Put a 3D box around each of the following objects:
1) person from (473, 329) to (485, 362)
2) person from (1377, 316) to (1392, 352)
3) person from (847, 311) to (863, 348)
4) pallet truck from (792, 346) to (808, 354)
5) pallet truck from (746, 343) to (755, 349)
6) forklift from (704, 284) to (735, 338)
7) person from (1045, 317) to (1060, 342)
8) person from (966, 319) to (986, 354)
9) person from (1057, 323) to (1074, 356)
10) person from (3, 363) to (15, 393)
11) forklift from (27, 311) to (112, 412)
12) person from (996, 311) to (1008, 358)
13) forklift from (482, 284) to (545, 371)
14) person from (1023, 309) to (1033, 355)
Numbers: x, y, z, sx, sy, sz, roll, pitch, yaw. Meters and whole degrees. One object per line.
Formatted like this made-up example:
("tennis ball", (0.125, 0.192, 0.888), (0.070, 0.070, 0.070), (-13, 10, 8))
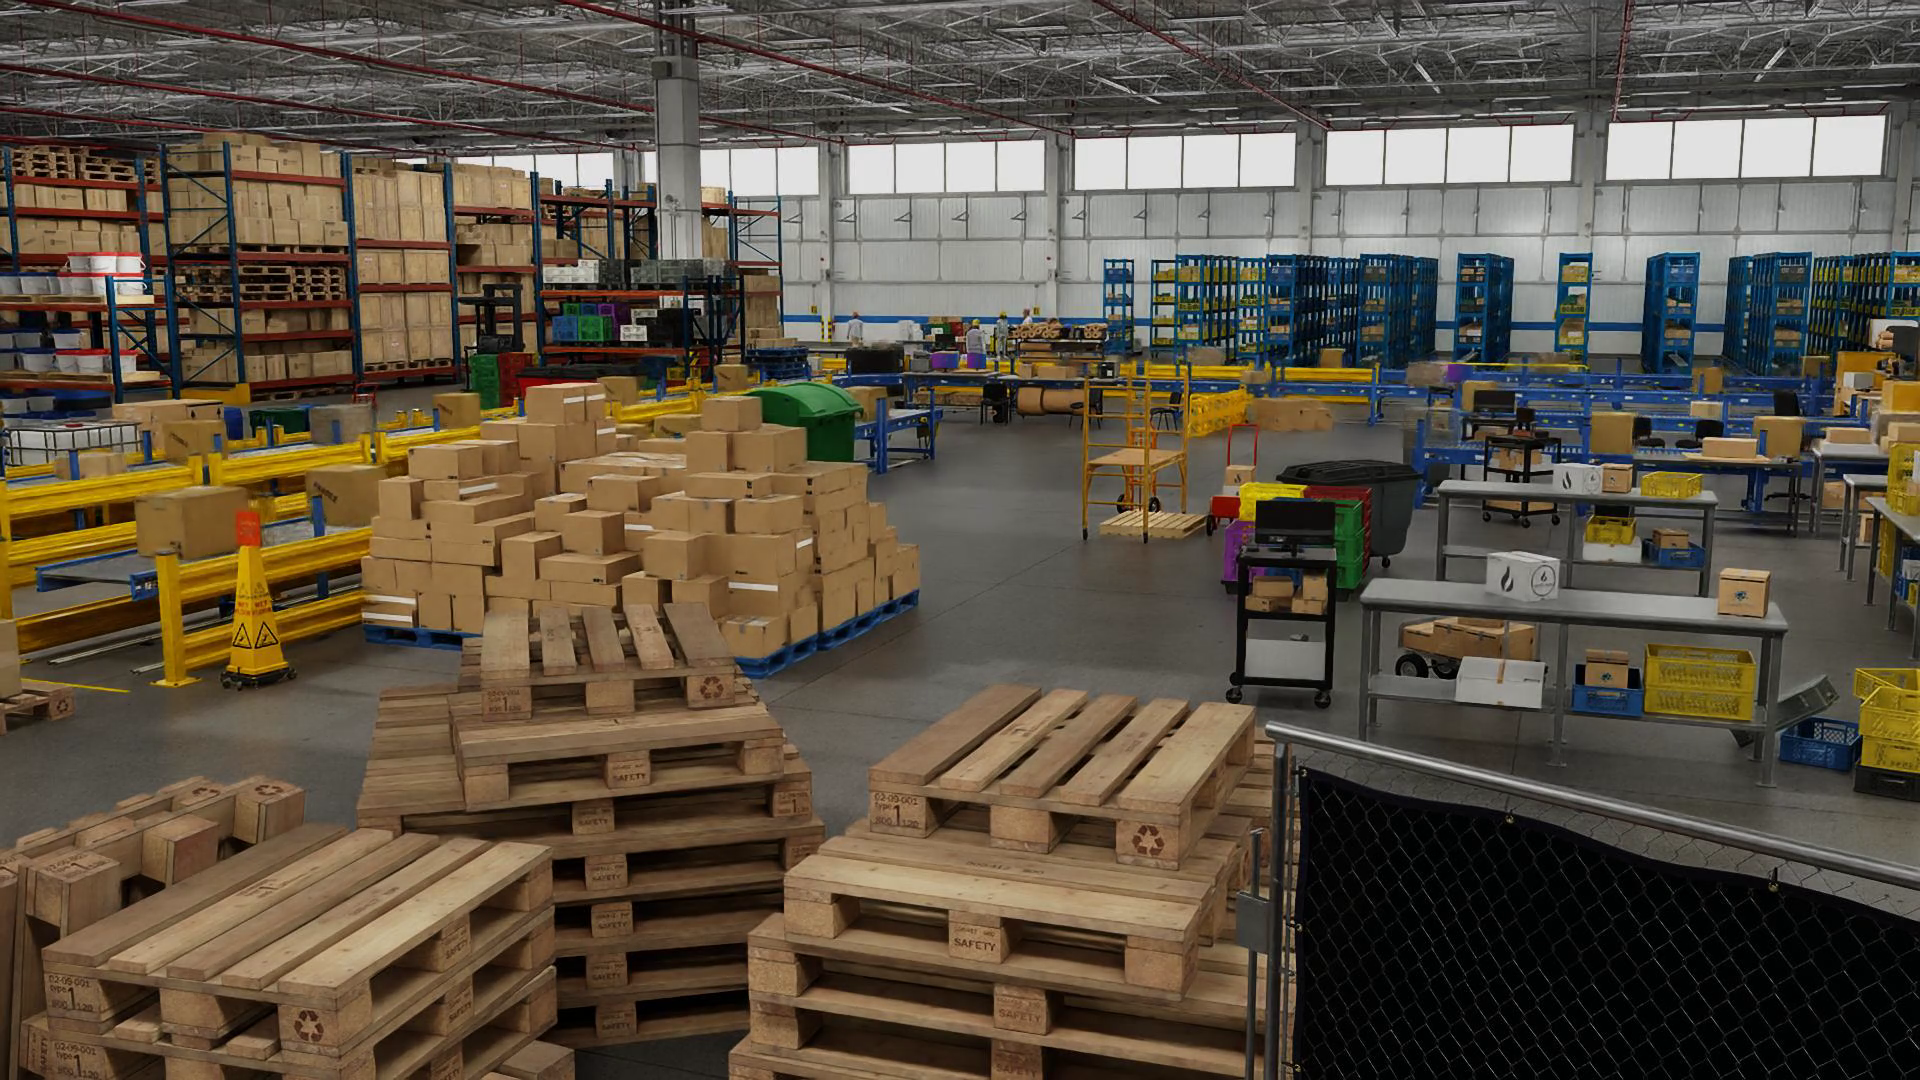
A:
("person", (-12.041, -4.483, 41.975), (0.321, 1.694, 0.534), (8, 12, 39))
("person", (13.429, -6.216, 52.483), (0.624, 1.799, 0.568), (-2, 9, -10))
("person", (-3.827, -7.516, 60.902), (0.569, 1.726, 0.735), (-4, 10, -23))
("pallet truck", (-3.705, -4.298, 42.022), (0.653, 1.274, 1.630), (3, 10, 20))
("pallet truck", (-6.183, -4.618, 44.264), (1.601, 1.201, 0.680), (-9, 12, -43))
("forklift", (-7.847, -6.920, 53.542), (1.129, 2.768, 1.873), (3, 10, 20))
("person", (2.705, -5.659, 48.986), (0.579, 1.816, 0.915), (-5, 10, -27))
("person", (0.464, -5.194, 45.966), (0.595, 1.837, 0.404), (5, 10, 29))
("person", (2.396, -3.914, 37.580), (0.406, 1.947, 0.607), (-1, 9, -5))
("person", (-20.880, -3.623, 36.113), (0.999, 1.840, 0.622), (7, 12, 39))
("forklift", (-20.038, -4.262, 36.850), (1.873, 2.768, 1.129), (2, 9, 12))
("person", (1.566, -7.513, 60.860), (0.485, 1.733, 0.355), (-6, 11, -33))
("forklift", (-10.832, -4.702, 39.610), (1.129, 2.768, 1.873), (3, 10, 20))
("person", (2.258, -6.868, 56.276), (0.399, 1.905, 0.642), (1, 9, 6))
